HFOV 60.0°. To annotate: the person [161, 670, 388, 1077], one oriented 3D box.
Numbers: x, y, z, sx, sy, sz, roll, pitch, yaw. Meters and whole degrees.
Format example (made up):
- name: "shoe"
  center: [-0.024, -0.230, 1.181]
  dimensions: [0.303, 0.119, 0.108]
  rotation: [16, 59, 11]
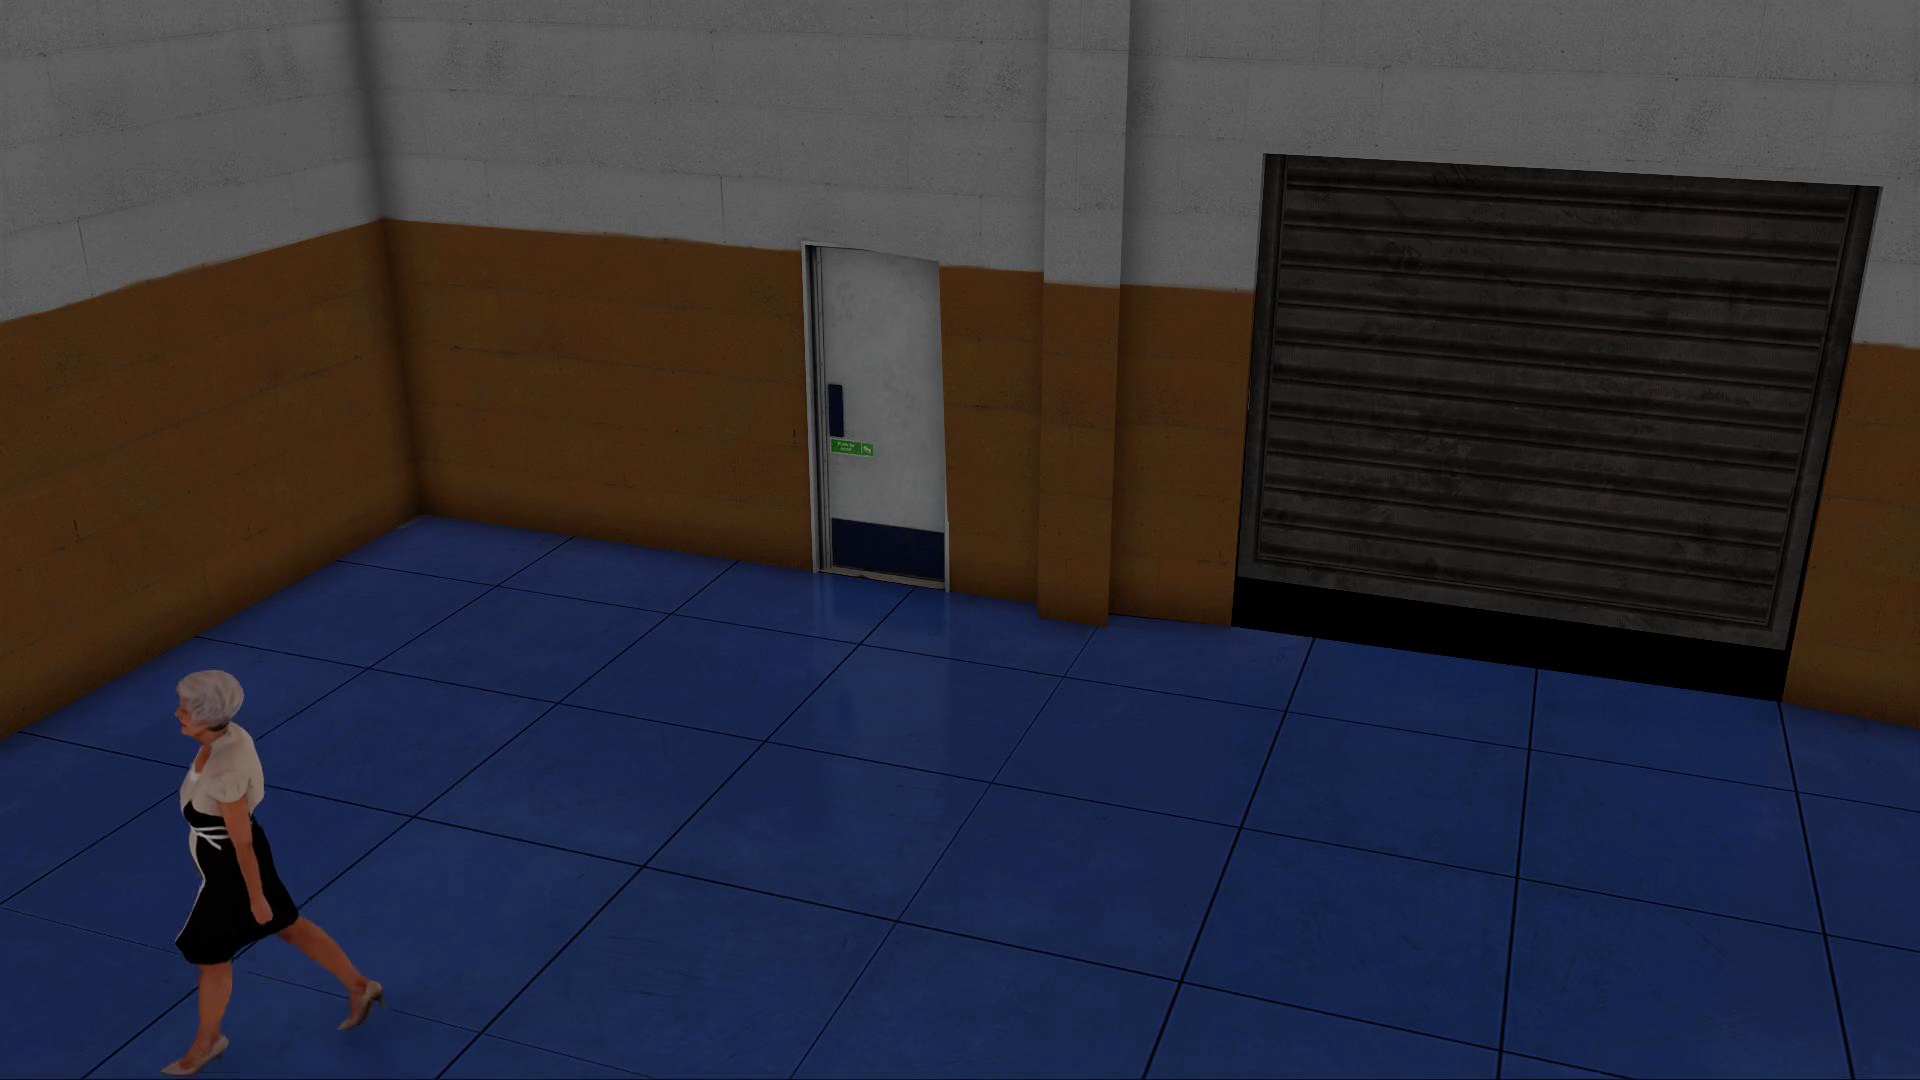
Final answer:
- name: "person"
  center: [-2.702, 1.295, 6.499]
  dimensions: [1.166, 1.714, 1.017]
  rotation: [-6, 23, -15]
